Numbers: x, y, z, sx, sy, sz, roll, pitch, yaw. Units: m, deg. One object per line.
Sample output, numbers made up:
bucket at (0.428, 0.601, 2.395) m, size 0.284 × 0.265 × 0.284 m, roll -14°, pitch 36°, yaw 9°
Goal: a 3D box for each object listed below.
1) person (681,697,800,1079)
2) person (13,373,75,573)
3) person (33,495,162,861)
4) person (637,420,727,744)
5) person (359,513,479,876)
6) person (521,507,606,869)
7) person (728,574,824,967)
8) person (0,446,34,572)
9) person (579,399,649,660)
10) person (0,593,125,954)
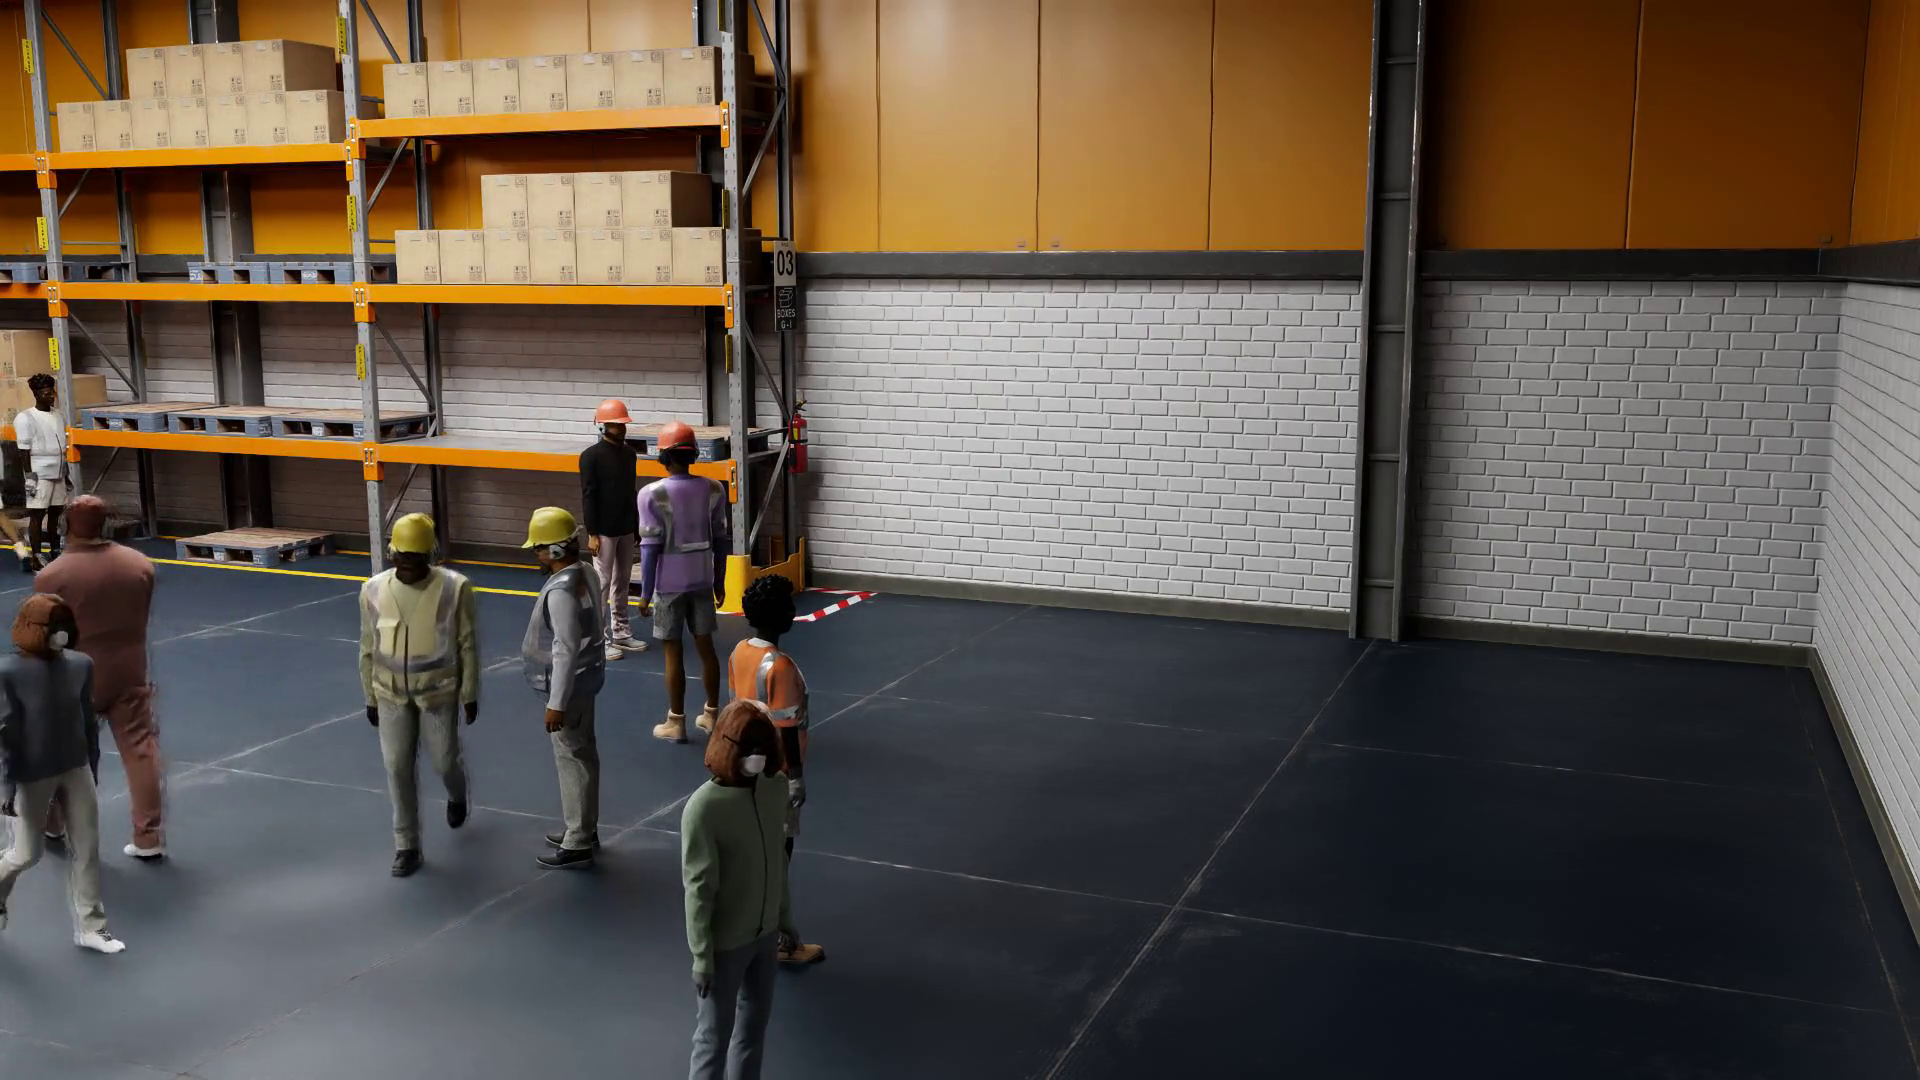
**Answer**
person at (-0.707, 1.309, 5.444) m, size 0.287 × 1.631 × 0.501 m, roll 6°, pitch 11°, yaw 31°
person at (-8.962, -0.655, 16.336) m, size 0.374 × 1.966 × 0.608 m, roll 2°, pitch 10°, yaw 13°
person at (-4.453, 0.696, 8.513) m, size 1.041 × 1.842 × 0.653 m, roll 7°, pitch 11°, yaw 35°
person at (-1.770, 0.263, 10.542) m, size 0.615 × 2.040 × 0.391 m, roll -7°, pitch 12°, yaw -38°
person at (-2.716, 0.735, 8.400) m, size 0.602 × 1.805 × 0.645 m, roll 0°, pitch 9°, yaw -2°
person at (-1.986, 0.733, 8.358) m, size 0.403 × 1.823 × 0.586 m, roll 0°, pitch 9°, yaw -3°
person at (-0.816, 0.987, 7.204) m, size 0.319 × 1.696 × 0.532 m, roll -6°, pitch 11°, yaw -32°
person at (-9.479, -0.633, 16.151) m, size 0.851 × 2.003 × 0.626 m, roll 3°, pitch 10°, yaw 19°
person at (-2.667, -0.091, 12.830) m, size 0.377 × 1.995 × 0.608 m, roll 5°, pitch 10°, yaw 26°
person at (-4.038, 1.012, 7.293) m, size 0.672 × 1.610 × 0.512 m, roll 6°, pitch 11°, yaw 30°
